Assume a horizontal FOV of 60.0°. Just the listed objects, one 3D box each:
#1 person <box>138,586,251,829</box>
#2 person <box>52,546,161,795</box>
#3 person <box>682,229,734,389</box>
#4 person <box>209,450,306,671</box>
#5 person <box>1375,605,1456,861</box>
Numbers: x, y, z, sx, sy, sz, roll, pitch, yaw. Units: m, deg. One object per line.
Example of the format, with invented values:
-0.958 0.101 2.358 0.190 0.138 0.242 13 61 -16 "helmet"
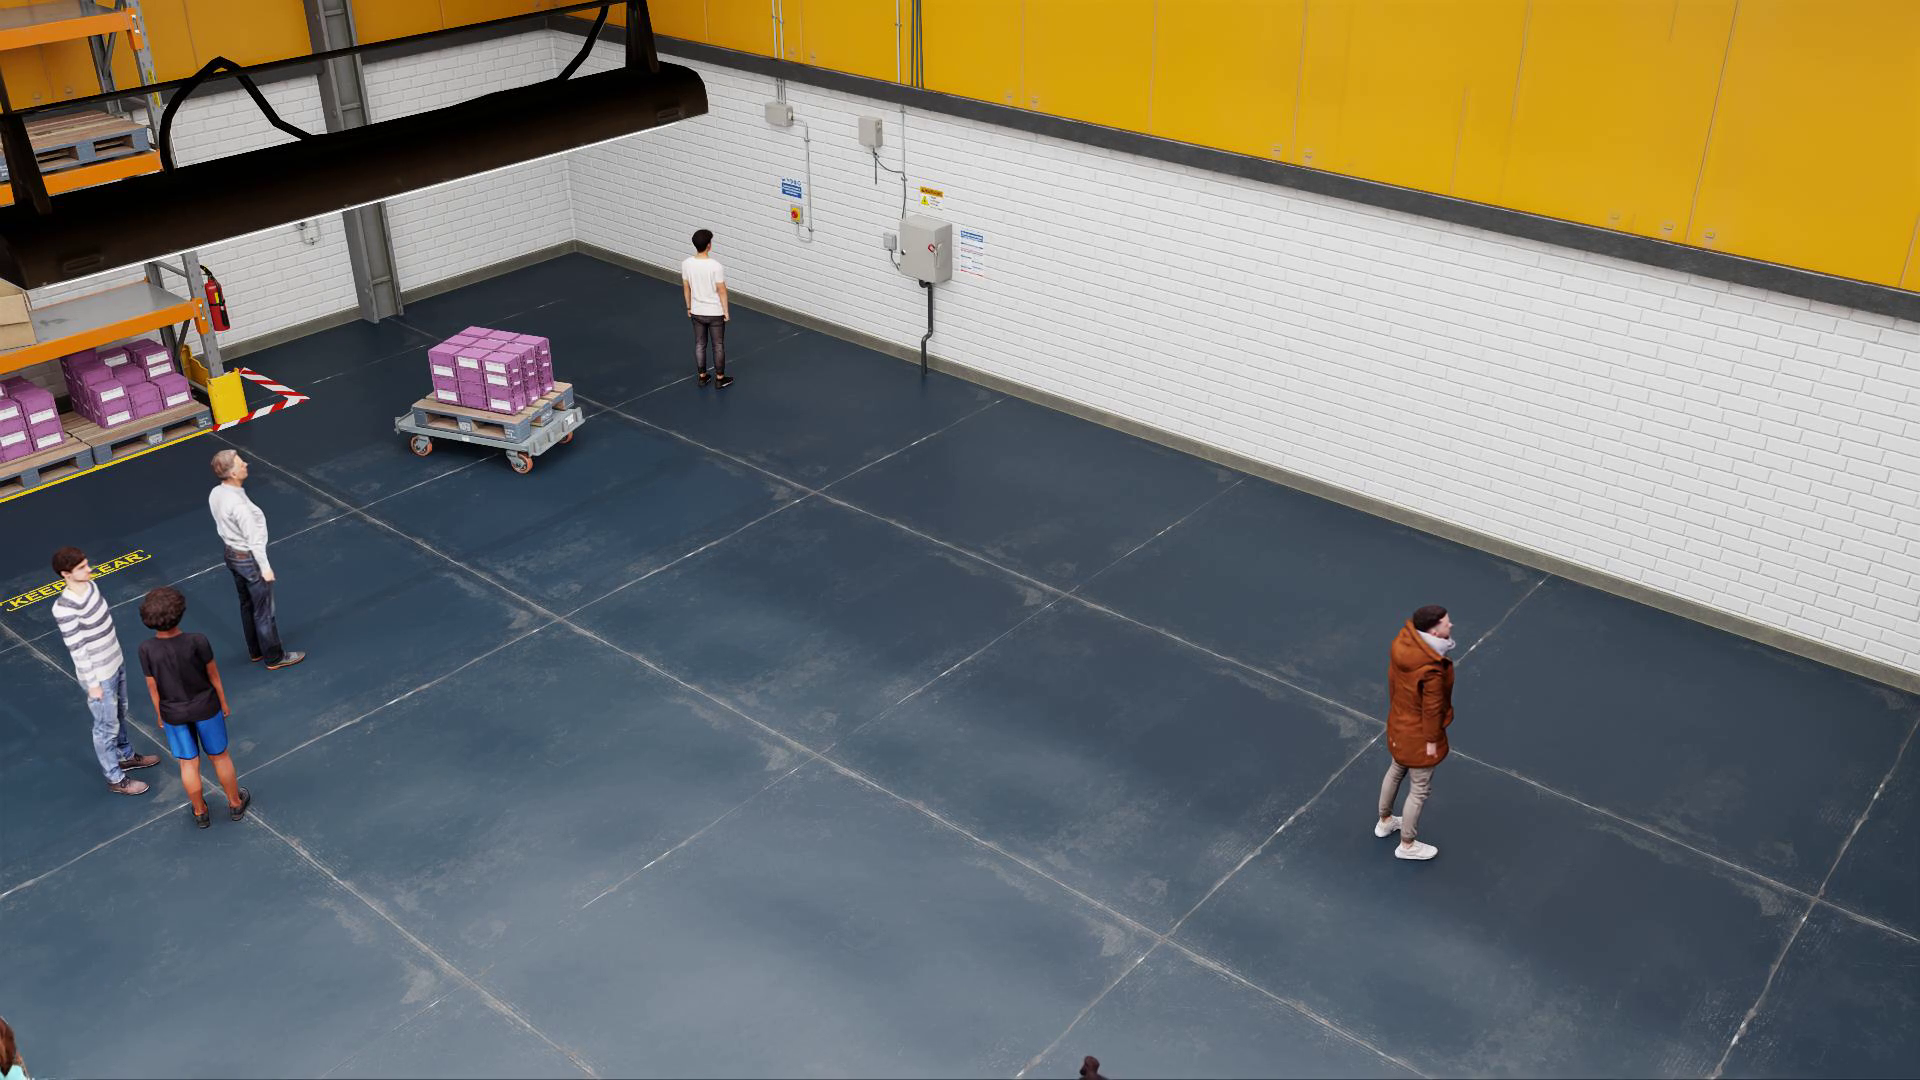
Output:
-5.077 1.107 10.970 0.665 1.799 0.758 -11 30 -19 "person"
-5.887 0.866 11.354 0.761 1.855 0.713 -4 29 -7 "person"
-2.679 -2.449 17.572 0.698 1.721 0.668 8 30 15 "person"
-5.449 0.139 12.724 0.637 1.820 0.547 23 36 35 "person"
2.939 1.219 10.724 0.891 1.839 0.850 -7 29 -13 "person"
